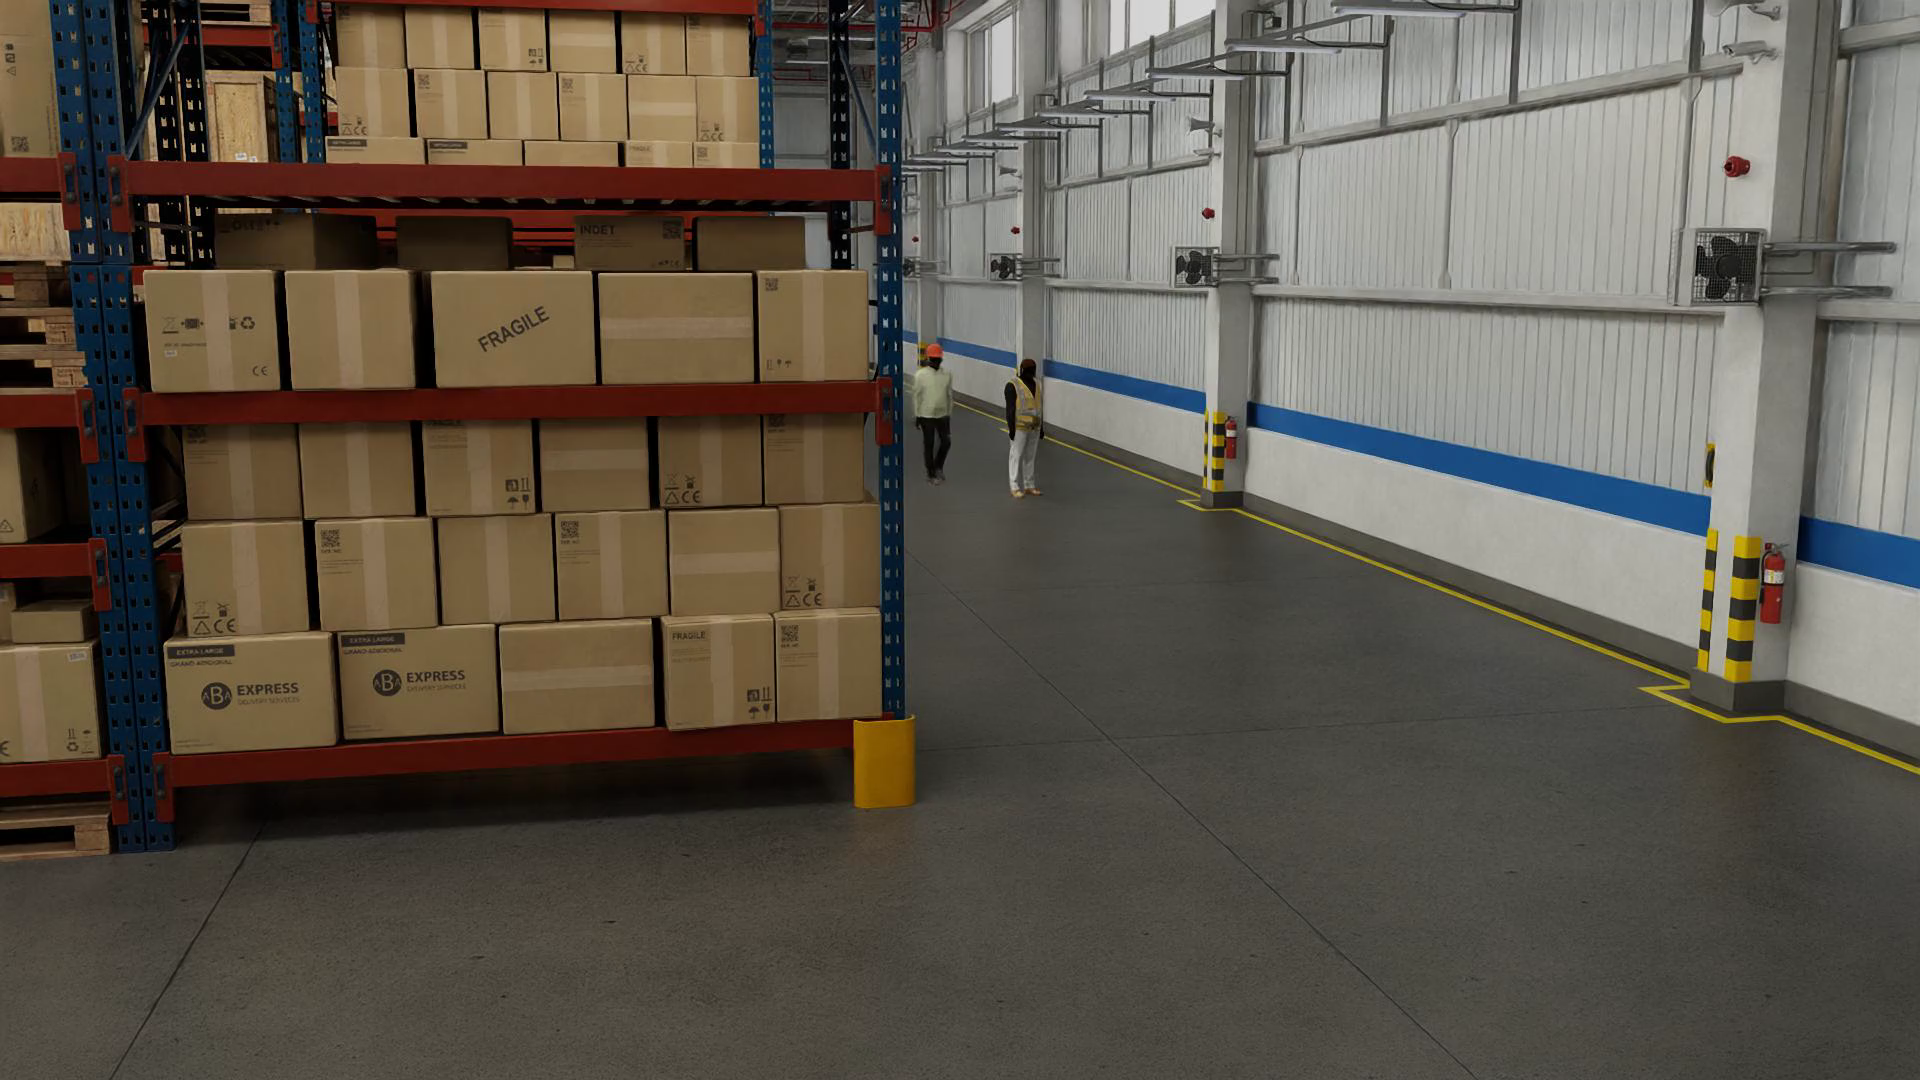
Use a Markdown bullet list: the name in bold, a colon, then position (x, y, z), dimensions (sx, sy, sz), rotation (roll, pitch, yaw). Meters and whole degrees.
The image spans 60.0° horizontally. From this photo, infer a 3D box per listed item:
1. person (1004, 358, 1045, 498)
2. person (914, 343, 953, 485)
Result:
- **person**: position (0.876, -1.475, 21.967), dimensions (0.619, 1.839, 0.430), rotation (-8, 12, -39)
- **person**: position (-0.359, -1.748, 23.196), dimensions (0.618, 1.978, 0.428), rotation (-4, 10, -21)
